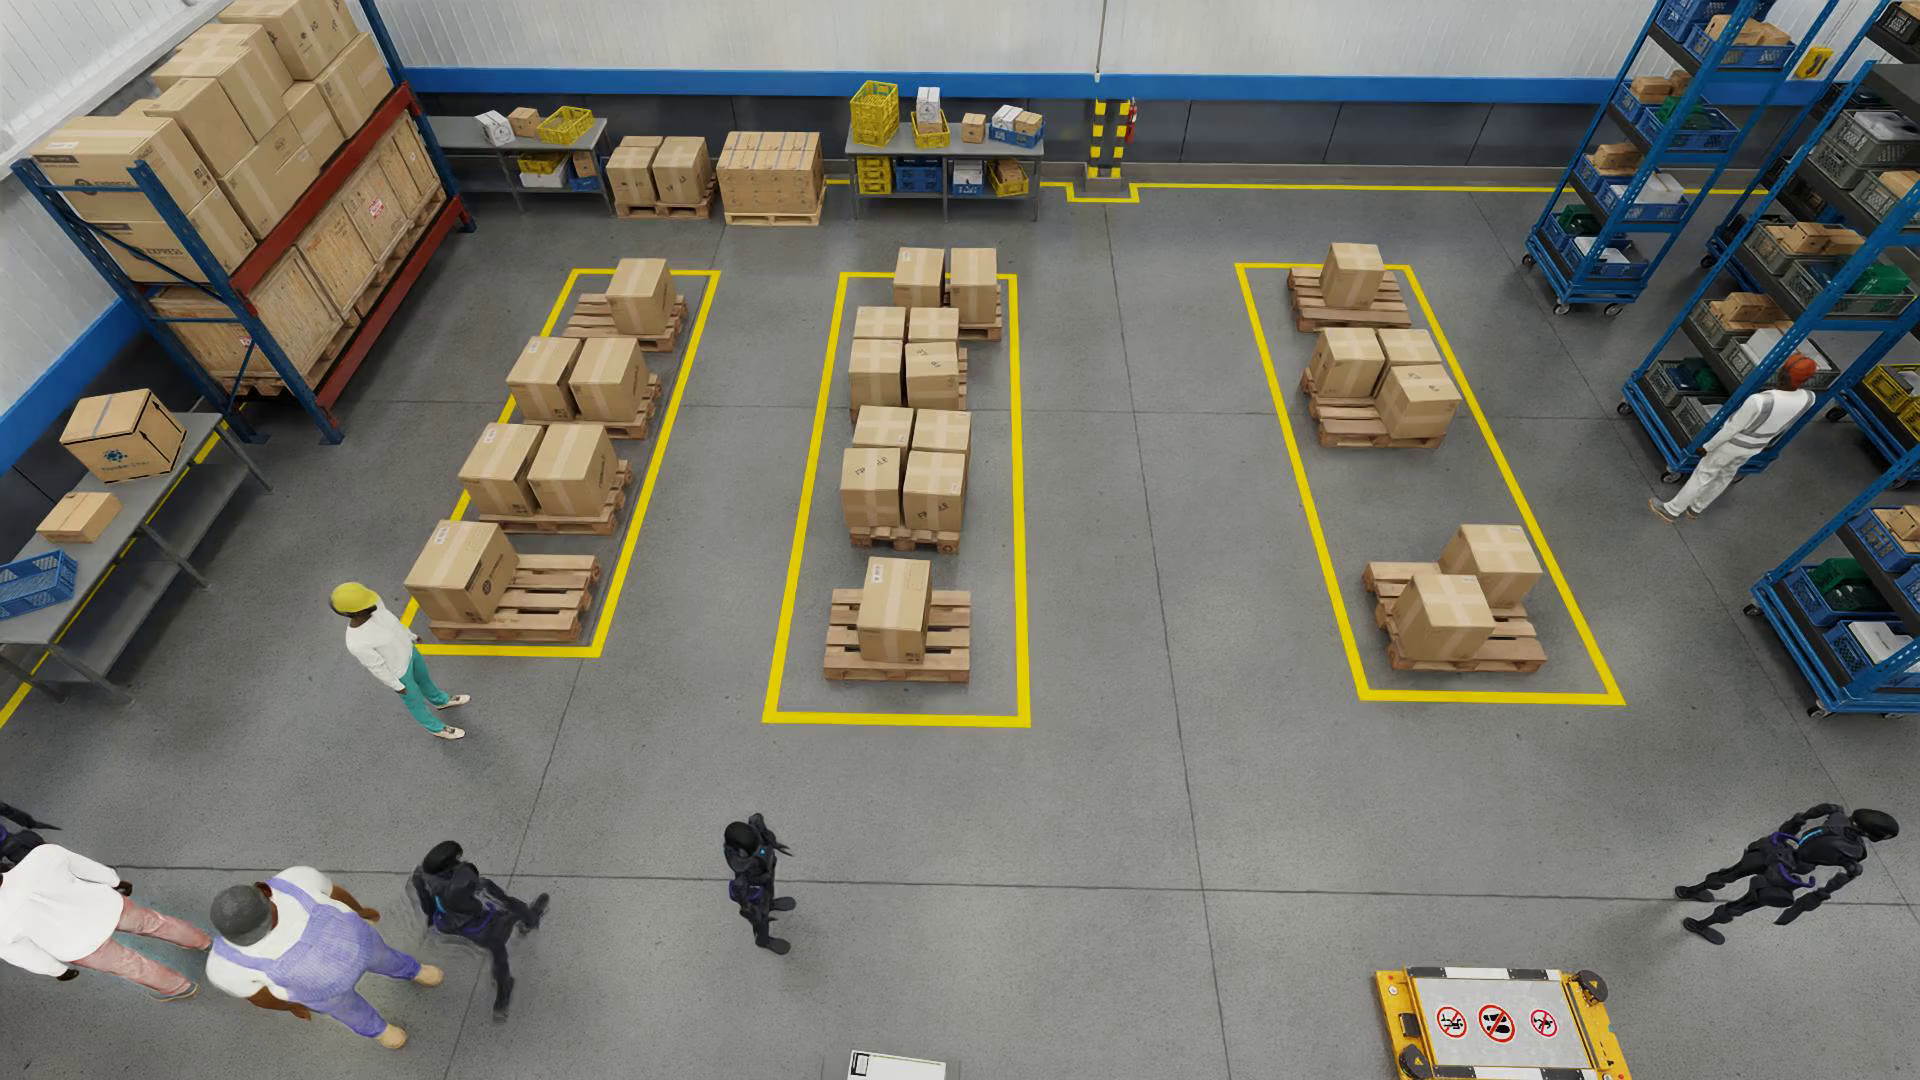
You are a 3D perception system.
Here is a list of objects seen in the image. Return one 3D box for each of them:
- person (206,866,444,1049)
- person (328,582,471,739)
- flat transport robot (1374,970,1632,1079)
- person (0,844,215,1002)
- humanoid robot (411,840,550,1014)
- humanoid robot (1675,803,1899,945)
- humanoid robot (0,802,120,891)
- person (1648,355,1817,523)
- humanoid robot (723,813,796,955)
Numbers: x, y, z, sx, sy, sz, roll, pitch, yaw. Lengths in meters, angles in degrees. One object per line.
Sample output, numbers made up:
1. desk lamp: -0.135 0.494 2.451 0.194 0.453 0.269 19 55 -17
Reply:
1. person: -3.675 2.443 5.353 0.537 2.000 0.674 14 52 11
2. person: -4.138 0.887 6.796 0.316 1.768 0.523 -7 51 -6
3. flat transport robot: 3.501 3.133 5.914 1.431 0.197 0.652 1 51 1
4. person: -5.253 2.303 5.495 0.378 1.994 0.616 2 51 2
5. humanoid robot: -3.028 2.360 5.690 0.667 1.609 0.776 10 52 8
6. humanoid robot: 5.263 2.108 5.849 0.331 1.657 0.599 14 52 11
7. humanoid robot: -6.246 2.036 5.908 0.328 1.657 0.590 26 55 19
8. person: 6.894 -0.857 8.148 0.572 1.875 0.356 -5 51 -4
9. humanoid robot: -1.261 2.158 5.811 0.328 1.654 0.590 3 51 2
